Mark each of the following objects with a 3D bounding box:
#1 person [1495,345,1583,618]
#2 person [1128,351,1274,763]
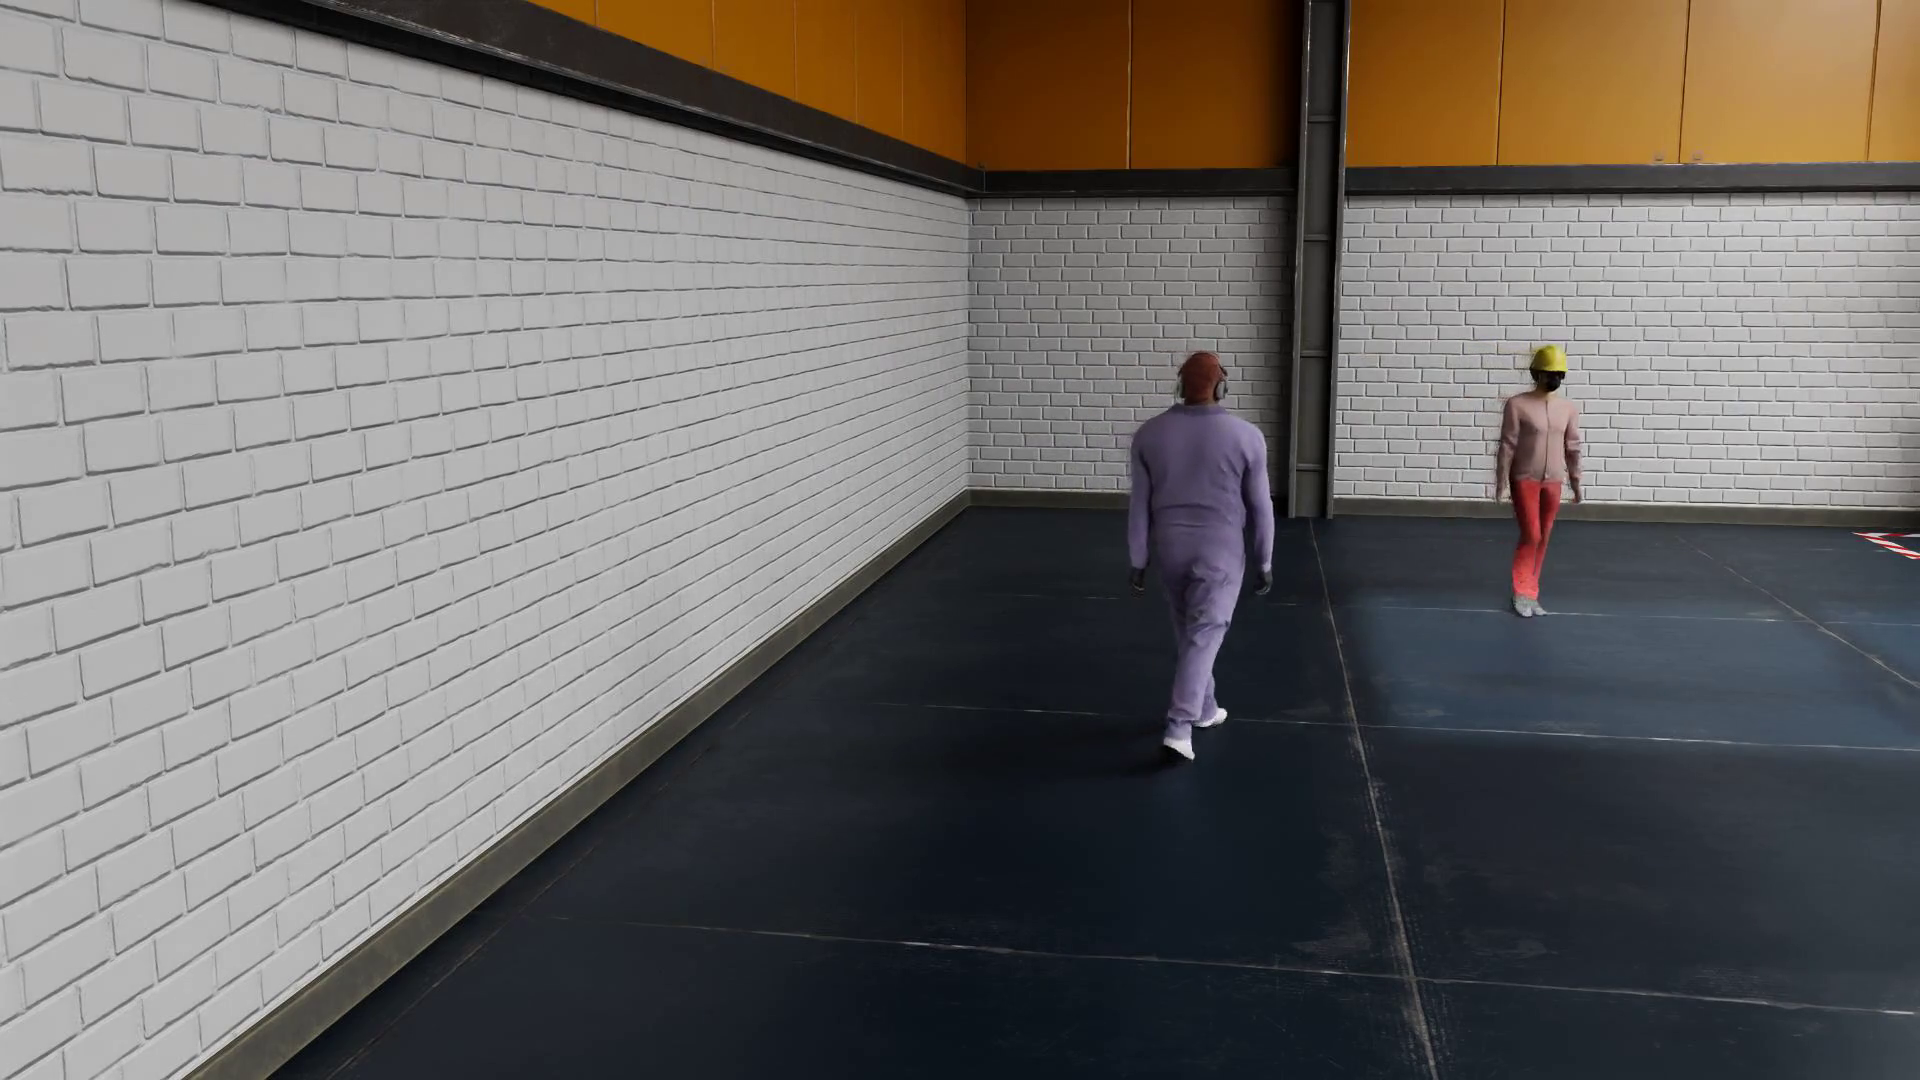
[{"bbox_3d":[3.719,-0.364,10.615,0.554,1.747,0.481,-2,9,-13],"label":"person"},{"bbox_3d":[1.107,0.061,7.681,0.652,1.862,1.013,5,11,30],"label":"person"}]
